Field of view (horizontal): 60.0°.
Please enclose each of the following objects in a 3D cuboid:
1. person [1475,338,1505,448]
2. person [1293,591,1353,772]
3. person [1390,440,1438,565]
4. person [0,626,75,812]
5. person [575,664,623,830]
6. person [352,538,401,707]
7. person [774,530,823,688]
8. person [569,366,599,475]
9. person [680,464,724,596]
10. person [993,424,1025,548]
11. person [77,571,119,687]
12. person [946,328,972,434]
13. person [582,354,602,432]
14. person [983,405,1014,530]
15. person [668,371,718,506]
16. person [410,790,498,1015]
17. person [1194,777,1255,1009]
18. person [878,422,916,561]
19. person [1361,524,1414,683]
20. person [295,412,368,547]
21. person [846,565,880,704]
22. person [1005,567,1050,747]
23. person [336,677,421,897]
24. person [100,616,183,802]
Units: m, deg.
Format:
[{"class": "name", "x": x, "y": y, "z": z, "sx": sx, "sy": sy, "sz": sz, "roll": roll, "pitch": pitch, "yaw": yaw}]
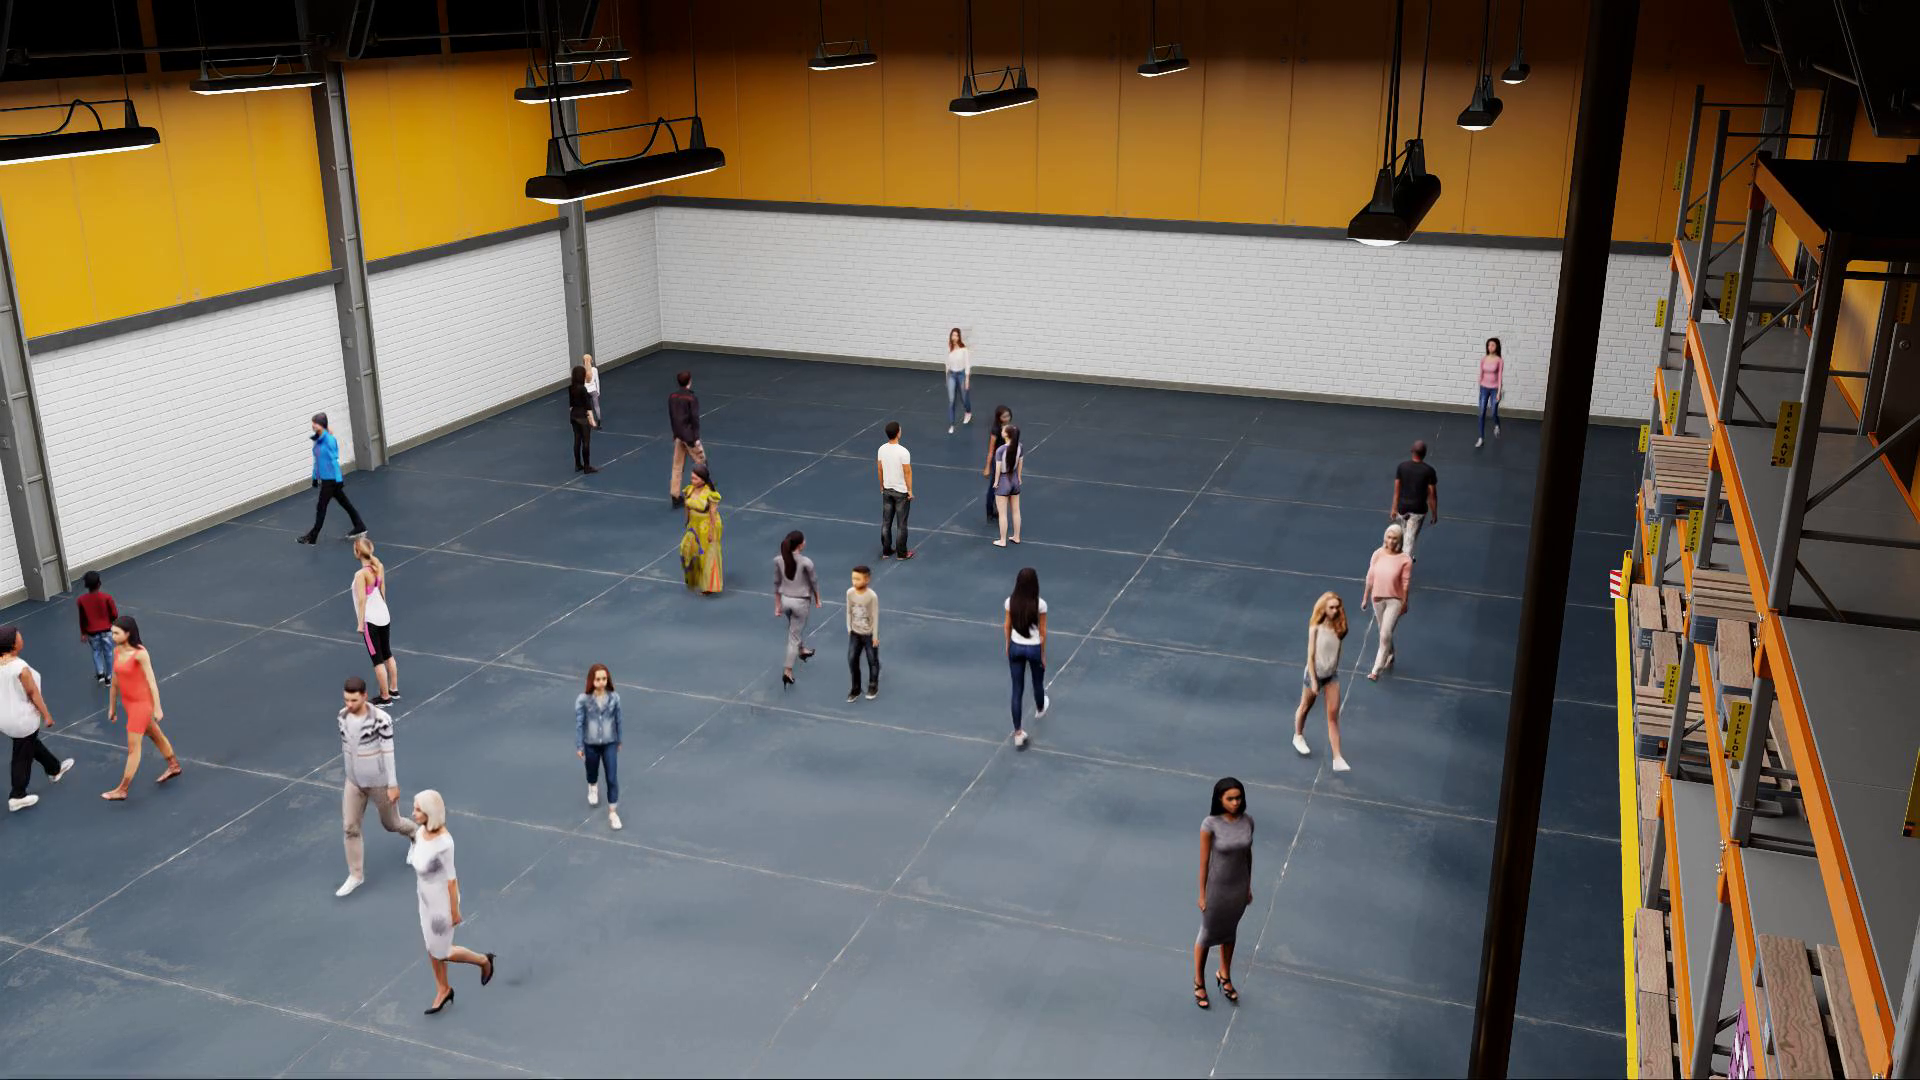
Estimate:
[{"class": "person", "x": 8.515, "y": -2.377, "z": 26.596, "sx": 0.769, "sy": 1.729, "sz": 1.022, "roll": 15, "pitch": 24, "yaw": 37}, {"class": "person", "x": 3.349, "y": 1.290, "z": 15.723, "sx": 1.035, "sy": 1.718, "sz": 1.165, "roll": -6, "pitch": 20, "yaw": -17}, {"class": "person", "x": 5.509, "y": -0.308, "z": 20.385, "sx": 0.847, "sy": 1.771, "sz": 1.109, "roll": 13, "pitch": 22, "yaw": 33}, {"class": "person", "x": -8.474, "y": 1.611, "z": 14.874, "sx": 0.721, "sy": 1.652, "sz": 1.049, "roll": 8, "pitch": 20, "yaw": 23}, {"class": "person", "x": -3.197, "y": 1.778, "z": 14.689, "sx": 0.921, "sy": 1.454, "sz": 1.027, "roll": -6, "pitch": 20, "yaw": -18}, {"class": "person", "x": -5.972, "y": 0.830, "z": 16.981, "sx": 0.694, "sy": 1.786, "sz": 0.490, "roll": 4, "pitch": 19, "yaw": 13}, {"class": "person", "x": -1.755, "y": 0.764, "z": 17.455, "sx": 0.673, "sy": 1.610, "sz": 1.120, "roll": 8, "pitch": 20, "yaw": 22}, {"class": "person", "x": -5.728, "y": -1.826, "z": 25.096, "sx": 0.647, "sy": 1.642, "sz": 0.624, "roll": 13, "pitch": 22, "yaw": 33}, {"class": "person", "x": -3.053, "y": -0.148, "z": 20.105, "sx": 0.748, "sy": 1.647, "sz": 0.815, "roll": 9, "pitch": 21, "yaw": 24}, {"class": "person", "x": 0.640, "y": -0.729, "z": 21.828, "sx": 0.653, "sy": 1.647, "sz": 0.745, "roll": -13, "pitch": 23, "yaw": -34}, {"class": "person", "x": -9.035, "y": 0.957, "z": 17.453, "sx": 0.605, "sy": 1.246, "sz": 0.651, "roll": -6, "pitch": 20, "yaw": -17}, {"class": "person", "x": -0.009, "y": -2.656, "z": 27.469, "sx": 0.673, "sy": 1.701, "sz": 1.114, "roll": 4, "pitch": 19, "yaw": 11}, {"class": "person", "x": -6.126, "y": -2.445, "z": 27.501, "sx": 0.574, "sy": 1.279, "sz": 0.630, "roll": -7, "pitch": 20, "yaw": -21}, {"class": "person", "x": 0.489, "y": -1.000, "z": 22.540, "sx": 0.807, "sy": 1.707, "sz": 0.648, "roll": 4, "pitch": 19, "yaw": 13}, {"class": "person", "x": -3.916, "y": -1.400, "z": 23.470, "sx": 0.780, "sy": 1.872, "sz": 1.226, "roll": 8, "pitch": 20, "yaw": 24}, {"class": "person", "x": -3.666, "y": 2.567, "z": 11.903, "sx": 0.895, "sy": 1.736, "sz": 0.763, "roll": -17, "pitch": 25, "yaw": -41}, {"class": "person", "x": 1.893, "y": 2.522, "z": 11.968, "sx": 0.664, "sy": 1.781, "sz": 0.707, "roll": -6, "pitch": 20, "yaw": -18}, {"class": "person", "x": -0.832, "y": -0.638, "z": 21.314, "sx": 0.676, "sy": 1.805, "sz": 0.598, "roll": 11, "pitch": 22, "yaw": 30}, {"class": "person", "x": 4.580, "y": 0.639, "z": 17.721, "sx": 0.847, "sy": 1.676, "sz": 1.180, "roll": 14, "pitch": 23, "yaw": 36}, {"class": "person", "x": -8.202, "y": -0.791, "z": 21.867, "sx": 1.267, "sy": 1.741, "sz": 1.009, "roll": -16, "pitch": 24, "yaw": -39}, {"class": "person", "x": -0.950, "y": 0.935, "z": 17.198, "sx": 0.558, "sy": 1.450, "sz": 0.634, "roll": 6, "pitch": 19, "yaw": 17}, {"class": "person", "x": 0.613, "y": 1.154, "z": 16.100, "sx": 0.642, "sy": 1.736, "sz": 1.096, "roll": 6, "pitch": 19, "yaw": 17}, {"class": "person", "x": -4.774, "y": 1.925, "z": 13.645, "sx": 0.715, "sy": 1.842, "sz": 1.134, "roll": 6, "pitch": 20, "yaw": 17}, {"class": "person", "x": -7.423, "y": 1.491, "z": 15.198, "sx": 0.698, "sy": 1.672, "sz": 1.103, "roll": 9, "pitch": 21, "yaw": 25}]
